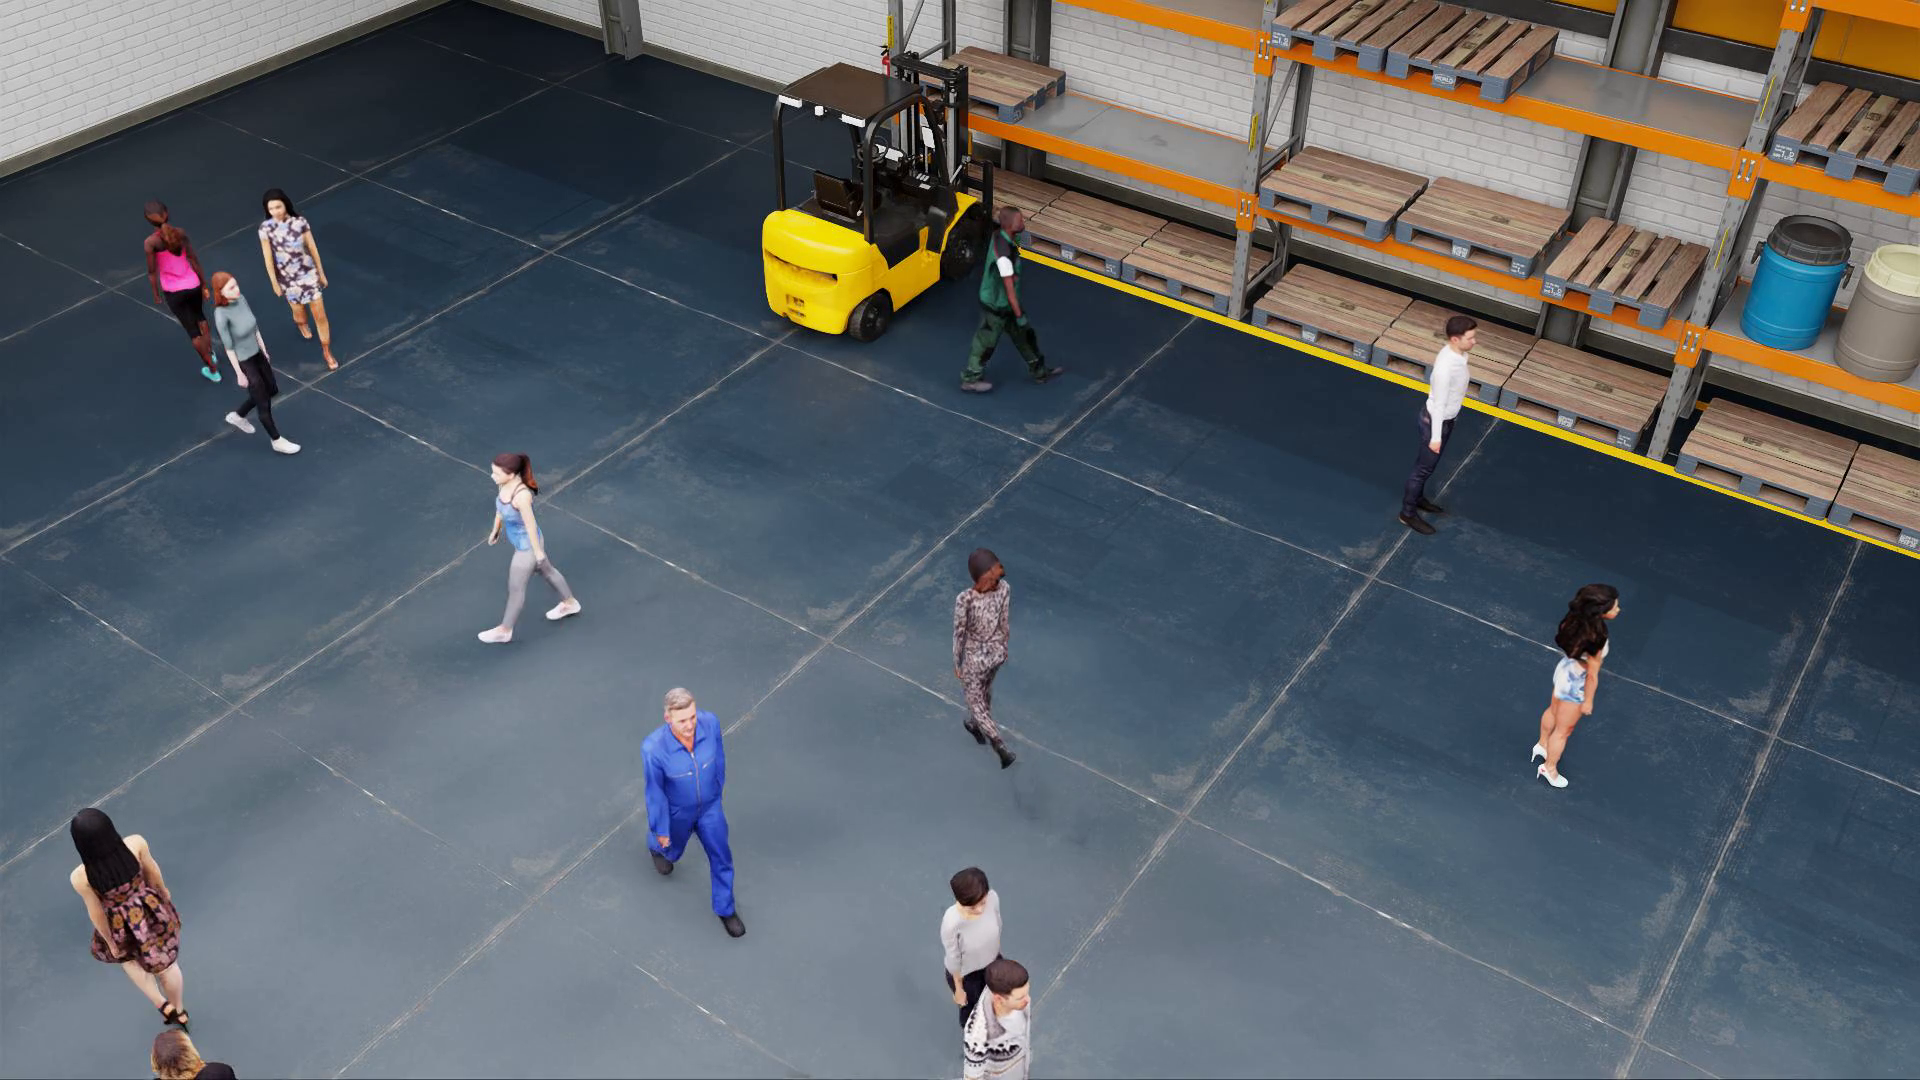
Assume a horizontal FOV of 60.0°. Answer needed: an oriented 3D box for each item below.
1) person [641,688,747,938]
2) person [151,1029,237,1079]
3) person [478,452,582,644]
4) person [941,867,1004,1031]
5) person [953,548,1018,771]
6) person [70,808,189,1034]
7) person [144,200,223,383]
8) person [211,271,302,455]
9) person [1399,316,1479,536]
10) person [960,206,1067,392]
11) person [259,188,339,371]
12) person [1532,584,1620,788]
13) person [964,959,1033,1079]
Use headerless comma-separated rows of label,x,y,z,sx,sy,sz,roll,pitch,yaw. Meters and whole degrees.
person,-1.662,1.535,9.903,1.004,1.796,1.262,-23,44,-26
person,-3.669,3.018,8.154,0.804,1.661,0.896,-16,41,-19
person,-3.063,0.003,12.001,0.944,1.572,1.028,-17,42,-20
person,0.020,2.287,9.170,0.662,1.535,0.783,-29,47,-32
person,0.194,0.809,10.893,0.837,1.695,1.045,-19,42,-22
person,-4.493,2.149,9.162,0.710,1.762,0.761,-31,48,-33
person,-6.772,-2.146,14.585,0.762,1.704,0.629,30,47,32
person,-5.923,-1.455,13.700,0.949,1.730,0.802,6,39,7
person,3.717,-0.939,12.943,0.605,1.868,0.648,17,42,20
person,0.266,-2.027,14.373,1.284,1.784,1.082,2,39,3
person,-5.923,-2.368,14.852,0.841,1.718,1.019,-21,43,-25
person,3.987,0.930,10.796,0.684,1.626,0.652,4,39,5
person,0.118,2.679,8.431,0.790,1.845,0.757,15,41,18
